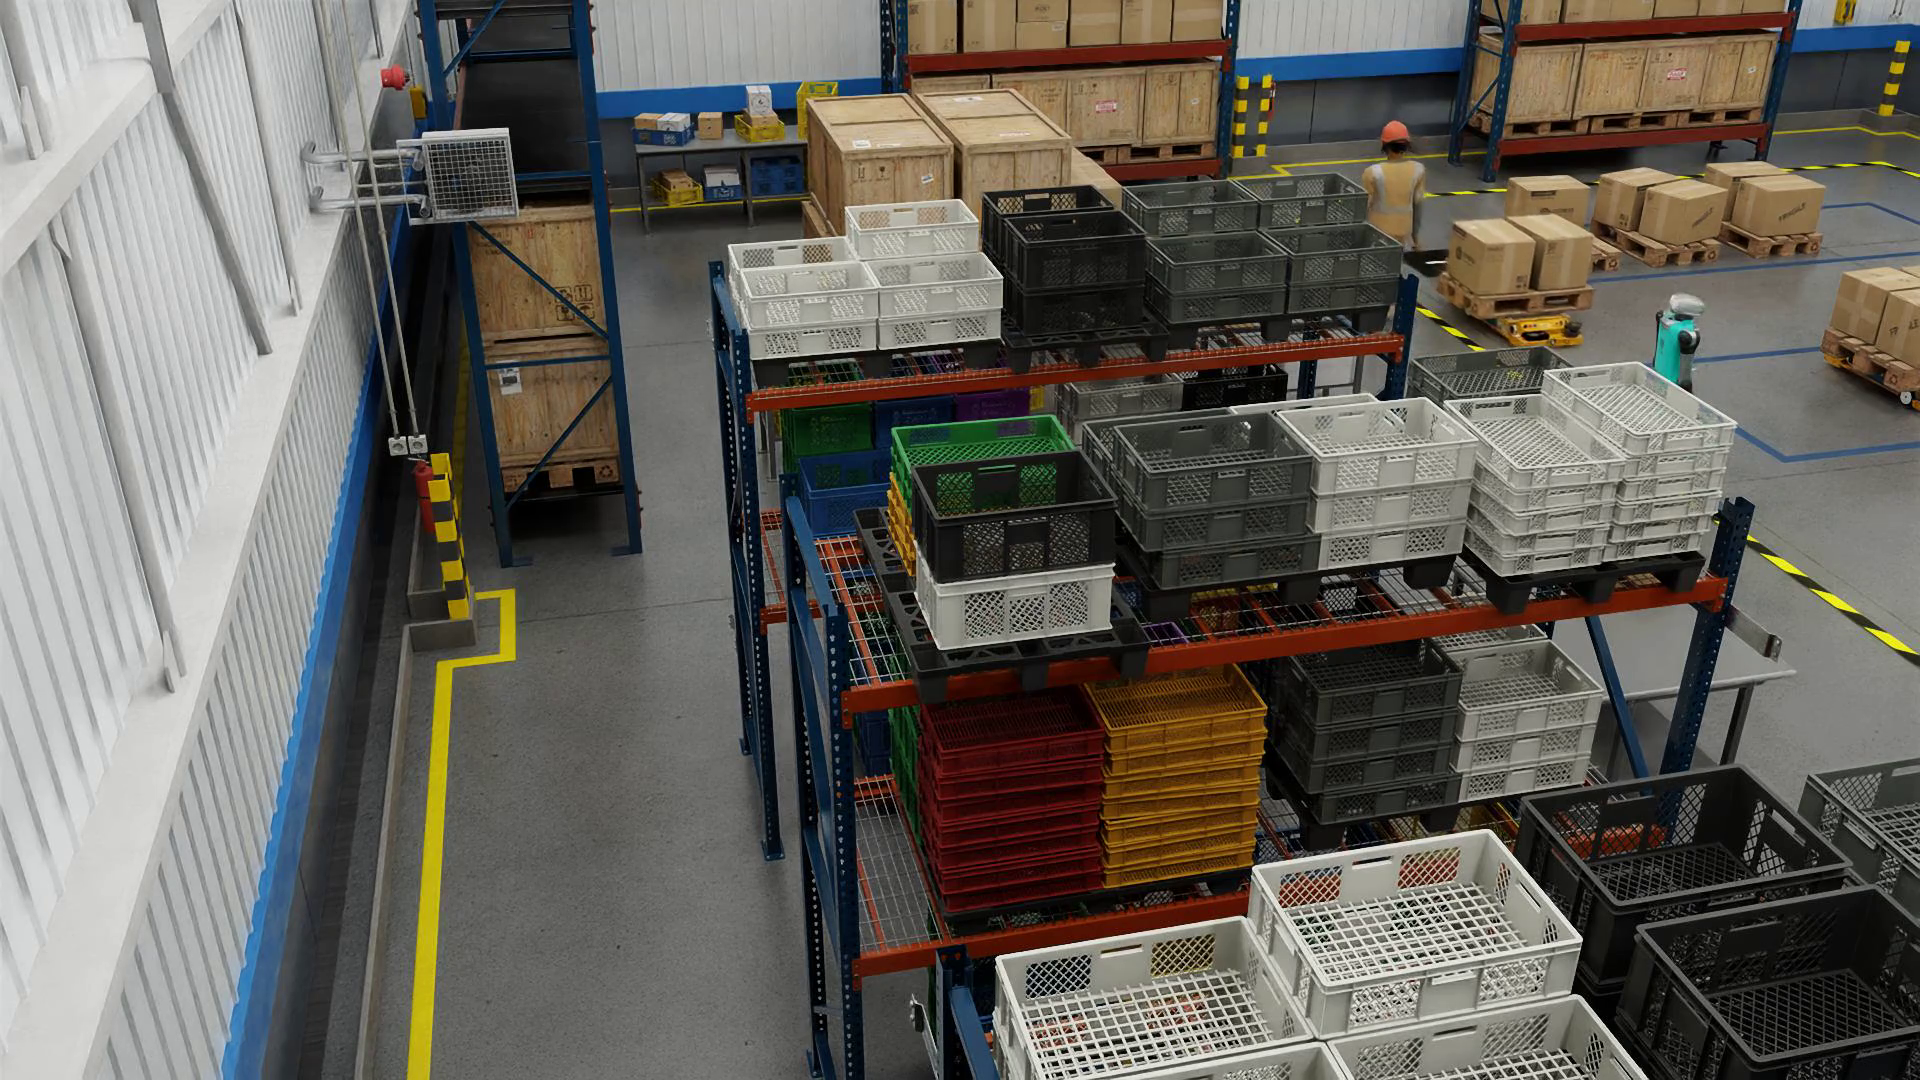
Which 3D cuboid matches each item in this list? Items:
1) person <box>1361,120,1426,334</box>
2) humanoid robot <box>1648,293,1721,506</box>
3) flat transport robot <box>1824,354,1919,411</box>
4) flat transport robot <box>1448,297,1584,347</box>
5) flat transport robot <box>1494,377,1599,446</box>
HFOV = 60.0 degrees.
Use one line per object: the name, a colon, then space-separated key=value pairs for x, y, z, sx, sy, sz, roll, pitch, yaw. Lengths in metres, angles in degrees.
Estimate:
person: x=4.016 y=-2.958 z=15.776 sx=0.629 sy=2.020 sz=0.624 roll=-5 pitch=28 yaw=-9
humanoid robot: x=5.404 y=-1.006 z=12.235 sx=0.735 sy=1.677 sz=0.533 roll=-1 pitch=28 yaw=-2
flat transport robot: x=8.473 y=-1.467 z=14.800 sx=0.652 sy=0.197 sz=1.431 roll=-6 pitch=28 yaw=-12
flat transport robot: x=5.411 y=-2.222 z=16.232 sx=0.652 sy=0.197 sz=1.431 roll=-6 pitch=28 yaw=-12
flat transport robot: x=4.780 y=-1.036 z=14.013 sx=0.659 sy=0.231 sz=1.431 roll=-6 pitch=28 yaw=-12
